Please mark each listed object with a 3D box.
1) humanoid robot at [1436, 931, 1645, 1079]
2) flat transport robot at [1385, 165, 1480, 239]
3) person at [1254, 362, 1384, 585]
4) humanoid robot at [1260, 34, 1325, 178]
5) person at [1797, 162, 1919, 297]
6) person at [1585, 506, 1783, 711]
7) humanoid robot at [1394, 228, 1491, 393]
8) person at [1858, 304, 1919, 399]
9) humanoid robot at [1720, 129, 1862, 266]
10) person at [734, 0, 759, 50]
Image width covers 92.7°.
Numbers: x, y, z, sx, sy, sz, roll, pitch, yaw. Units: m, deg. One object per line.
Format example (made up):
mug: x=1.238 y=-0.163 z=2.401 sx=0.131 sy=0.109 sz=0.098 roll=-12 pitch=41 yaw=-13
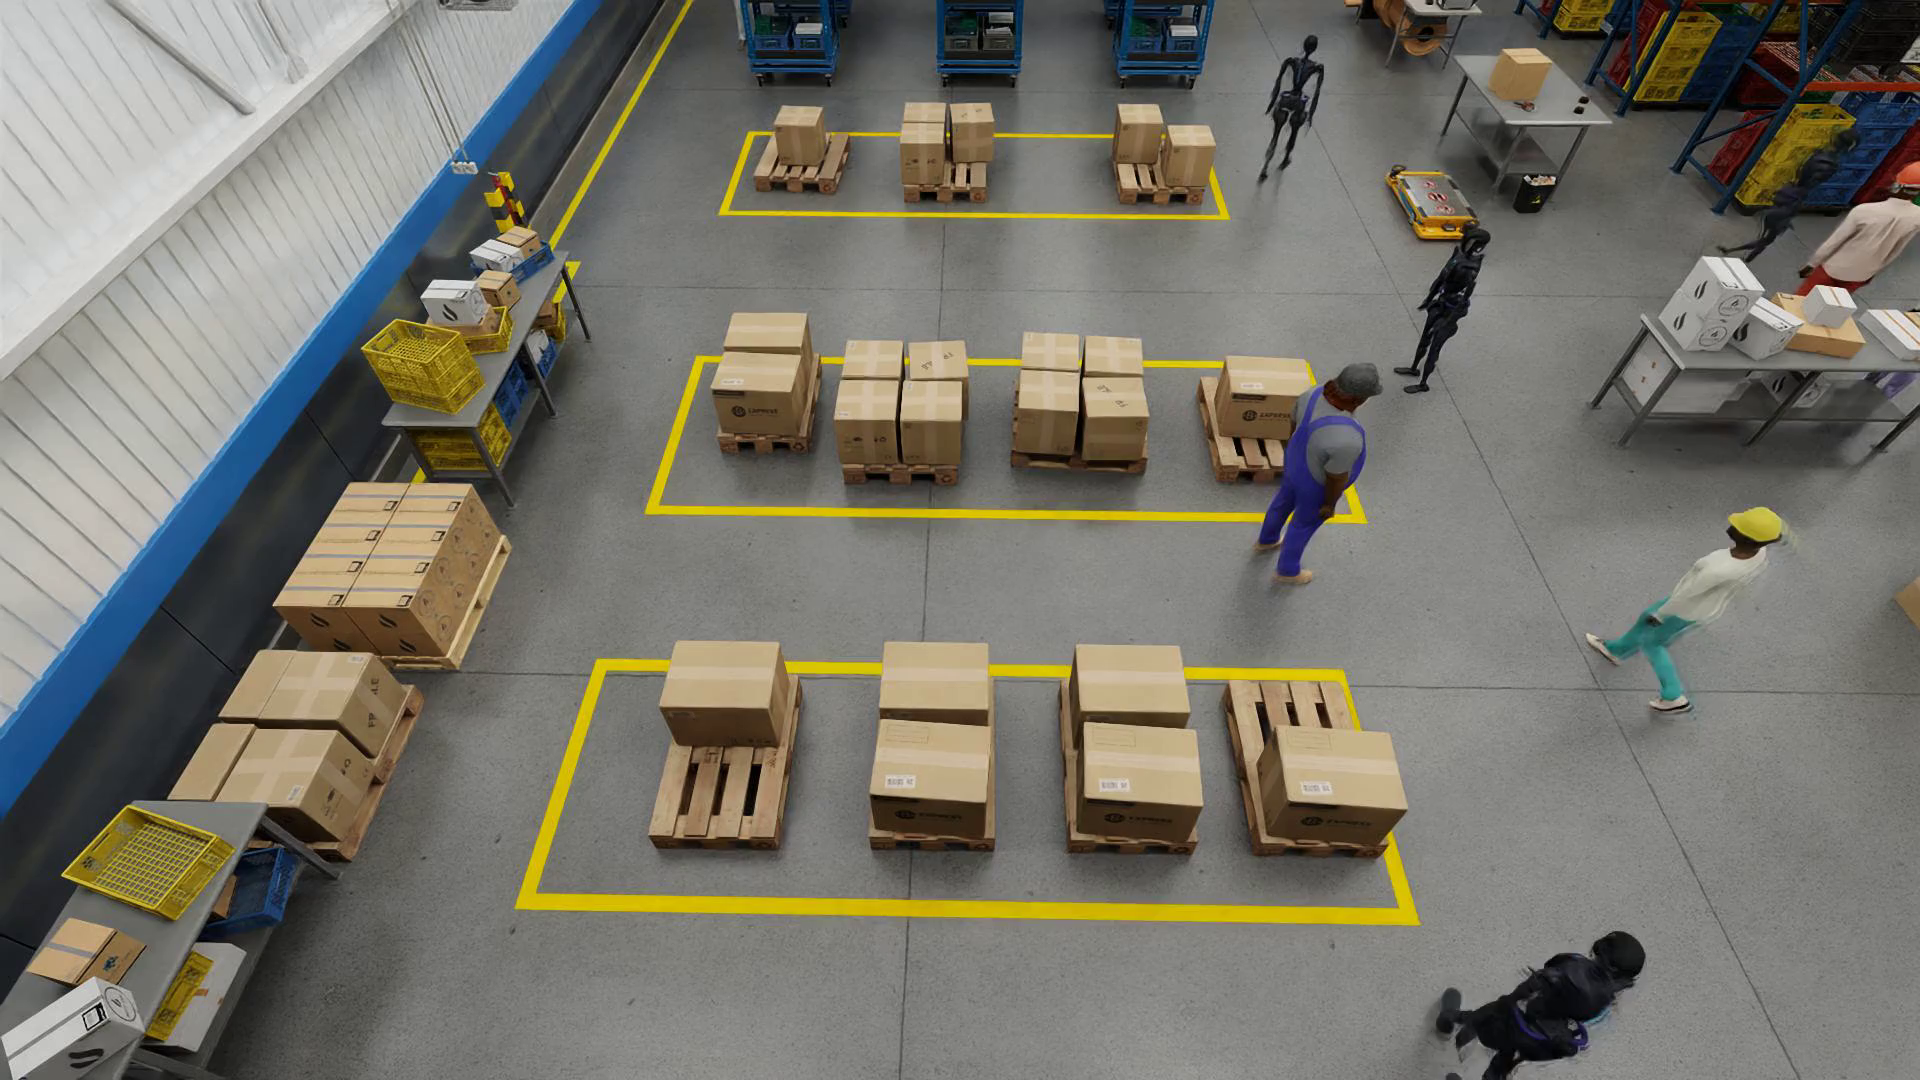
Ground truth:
humanoid robot: x=2.812 y=2.386 z=4.560 sx=0.616 sy=1.607 sz=0.678 roll=6 pitch=49 yaw=5
flat transport robot: x=5.692 y=-4.094 z=11.059 sx=0.652 sy=0.197 sz=1.431 roll=1 pitch=49 yaw=1
person: x=2.675 y=-0.499 z=6.795 sx=0.536 sy=2.000 sz=0.687 roll=-8 pitch=50 yaw=-7
humanoid robot: x=4.033 y=-5.261 z=11.184 sx=0.603 sy=1.651 sz=0.713 roll=24 pitch=53 yaw=20
person: x=8.327 y=-2.571 z=8.621 sx=0.610 sy=1.991 sz=0.397 roll=12 pitch=50 yaw=10
person: x=4.944 y=0.464 z=6.157 sx=0.528 sy=1.741 sz=0.730 roll=-21 pitch=52 yaw=-17
humanoid robot: x=4.416 y=-2.093 z=8.403 sx=0.331 sy=1.657 sz=0.599 roll=1 pitch=49 yaw=1
person: x=8.689 y=-1.964 z=8.143 sx=0.372 sy=1.918 sz=0.583 roll=9 pitch=50 yaw=8
humanoid robot: x=8.718 y=-3.528 z=9.654 sx=0.465 sy=1.633 sz=0.645 roll=35 pitch=57 yaw=26
person: x=-3.241 y=-8.362 z=13.704 sx=0.573 sy=1.882 sz=0.361 roll=1 pitch=49 yaw=1
